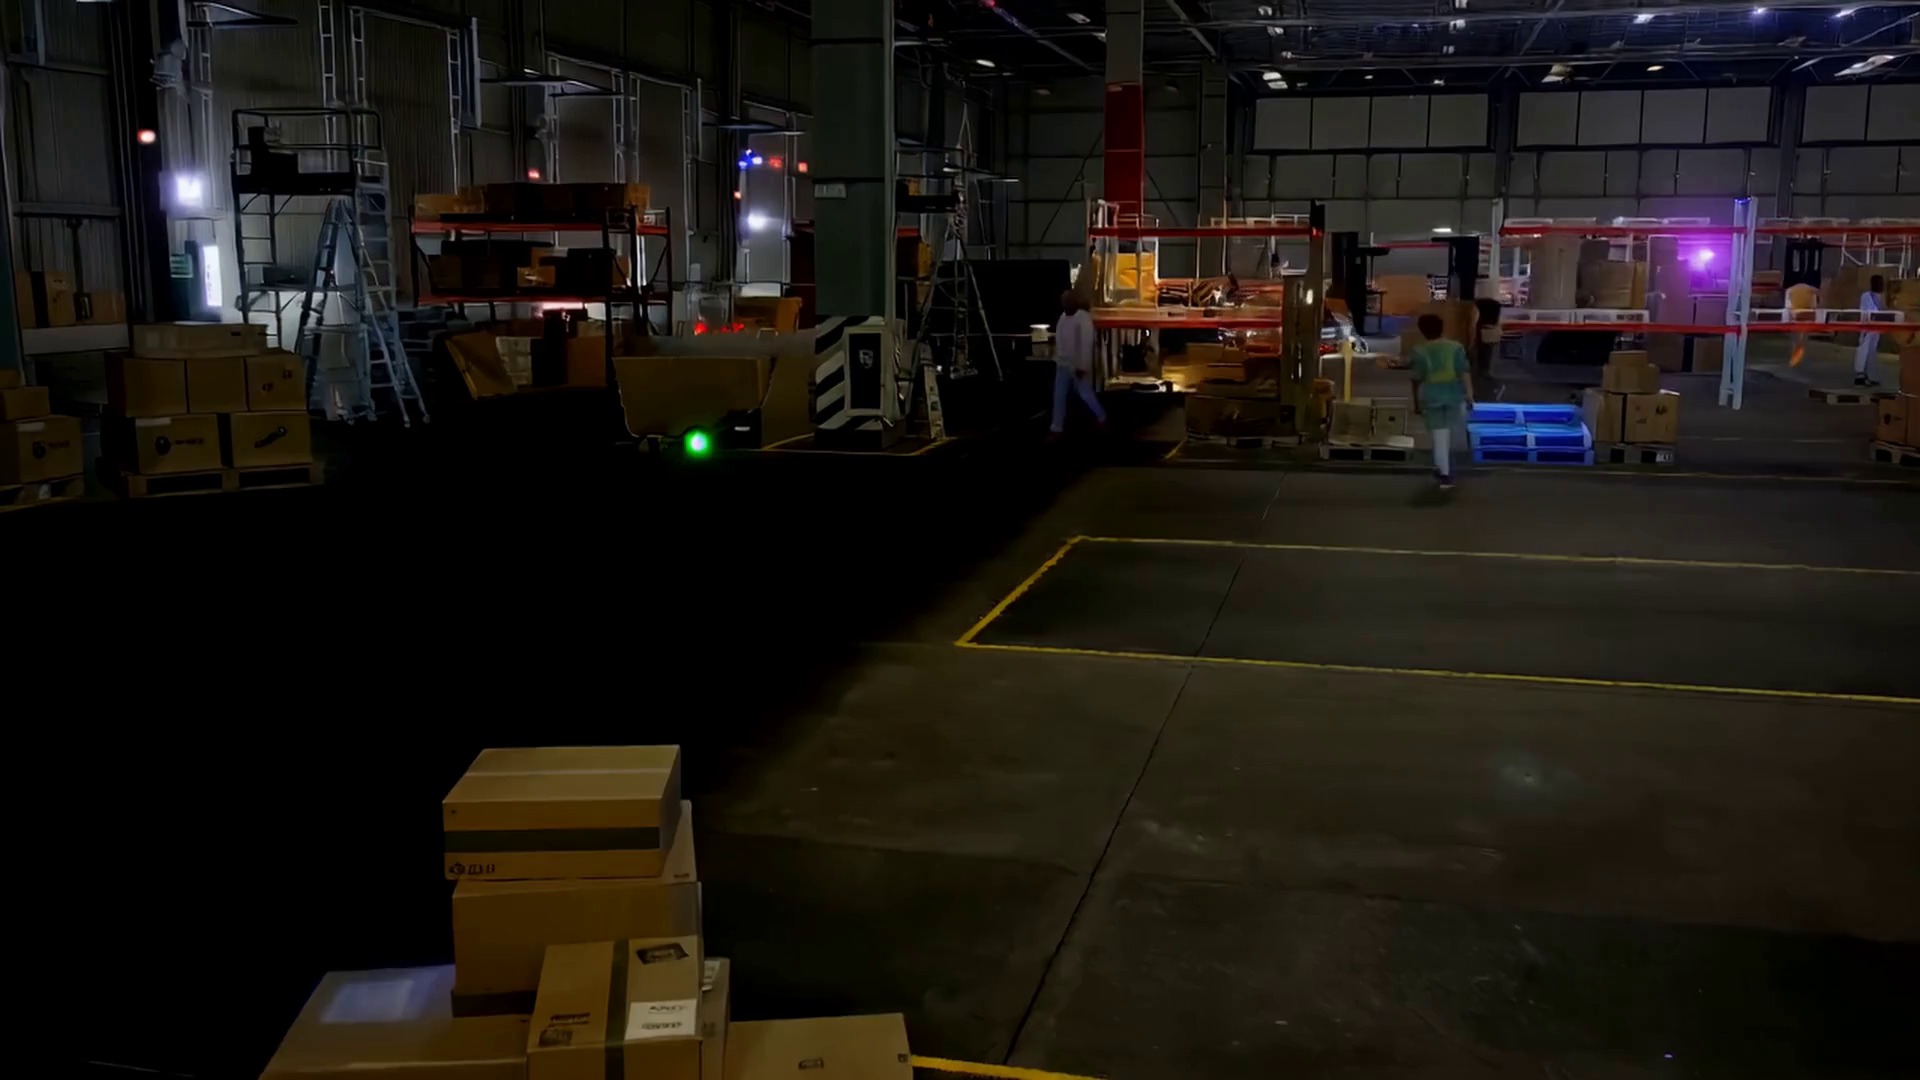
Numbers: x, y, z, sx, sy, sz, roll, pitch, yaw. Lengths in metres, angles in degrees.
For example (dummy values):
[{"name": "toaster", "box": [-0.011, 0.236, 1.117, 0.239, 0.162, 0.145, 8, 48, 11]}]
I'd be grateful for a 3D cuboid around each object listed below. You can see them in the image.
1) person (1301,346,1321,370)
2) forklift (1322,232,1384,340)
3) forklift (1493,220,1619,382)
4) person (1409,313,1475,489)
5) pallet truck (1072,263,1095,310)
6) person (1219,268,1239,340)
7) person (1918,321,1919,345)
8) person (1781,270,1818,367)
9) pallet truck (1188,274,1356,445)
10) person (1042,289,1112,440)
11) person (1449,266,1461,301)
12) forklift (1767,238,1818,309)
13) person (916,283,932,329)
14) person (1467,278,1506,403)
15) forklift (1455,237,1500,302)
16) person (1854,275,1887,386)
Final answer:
[{"name": "person", "box": [6.803, -4.126, 32.065, 0.485, 1.739, 0.320, -8, 13, -41]}, {"name": "forklift", "box": [10.020, -6.631, 43.448, 1.873, 2.768, 1.129, -2, 10, -11]}, {"name": "forklift", "box": [10.586, -4.242, 29.383, 1.873, 2.768, 1.129, 8, 13, 41]}, {"name": "person", "box": [4.570, -1.336, 15.864, 0.582, 1.644, 0.803, 0, 10, -1]}, {"name": "pallet truck", "box": [4.325, -8.180, 55.162, 0.823, 1.965, 1.885, 6, 11, 31]}, {"name": "person", "box": [6.941, -6.067, 42.936, 0.547, 1.924, 0.616, 8, 12, 38]}, {"name": "person", "box": [13.832, -2.738, 23.635, 0.518, 1.833, 0.372, -2, 10, -11]}, {"name": "person", "box": [16.801, -4.433, 33.317, 0.661, 1.919, 0.625, 5, 11, 26]}, {"name": "pallet truck", "box": [3.653, -2.138, 19.590, 1.885, 1.965, 0.823, -4, 10, -20]}, {"name": "person", "box": [1.435, -2.110, 20.013, 0.896, 1.807, 0.623, -8, 12, -38]}, {"name": "person", "box": [15.036, -7.370, 50.591, 0.358, 1.931, 0.628, 5, 11, 27]}, {"name": "forklift", "box": [28.451, -8.834, 56.415, 1.129, 2.768, 1.873, -1, 10, -6]}, {"name": "person", "box": [-1.059, -7.373, 50.618, 0.544, 1.930, 0.388, -4, 11, -25]}, {"name": "person", "box": [7.563, -2.794, 23.786, 0.651, 1.881, 0.648, -7, 12, -36]}, {"name": "forklift", "box": [15.958, -8.151, 52.394, 1.873, 2.768, 1.129, -2, 10, -12]}, {"name": "person", "box": [15.522, -3.562, 28.312, 0.574, 1.882, 0.358, -4, 11, -25]}]
